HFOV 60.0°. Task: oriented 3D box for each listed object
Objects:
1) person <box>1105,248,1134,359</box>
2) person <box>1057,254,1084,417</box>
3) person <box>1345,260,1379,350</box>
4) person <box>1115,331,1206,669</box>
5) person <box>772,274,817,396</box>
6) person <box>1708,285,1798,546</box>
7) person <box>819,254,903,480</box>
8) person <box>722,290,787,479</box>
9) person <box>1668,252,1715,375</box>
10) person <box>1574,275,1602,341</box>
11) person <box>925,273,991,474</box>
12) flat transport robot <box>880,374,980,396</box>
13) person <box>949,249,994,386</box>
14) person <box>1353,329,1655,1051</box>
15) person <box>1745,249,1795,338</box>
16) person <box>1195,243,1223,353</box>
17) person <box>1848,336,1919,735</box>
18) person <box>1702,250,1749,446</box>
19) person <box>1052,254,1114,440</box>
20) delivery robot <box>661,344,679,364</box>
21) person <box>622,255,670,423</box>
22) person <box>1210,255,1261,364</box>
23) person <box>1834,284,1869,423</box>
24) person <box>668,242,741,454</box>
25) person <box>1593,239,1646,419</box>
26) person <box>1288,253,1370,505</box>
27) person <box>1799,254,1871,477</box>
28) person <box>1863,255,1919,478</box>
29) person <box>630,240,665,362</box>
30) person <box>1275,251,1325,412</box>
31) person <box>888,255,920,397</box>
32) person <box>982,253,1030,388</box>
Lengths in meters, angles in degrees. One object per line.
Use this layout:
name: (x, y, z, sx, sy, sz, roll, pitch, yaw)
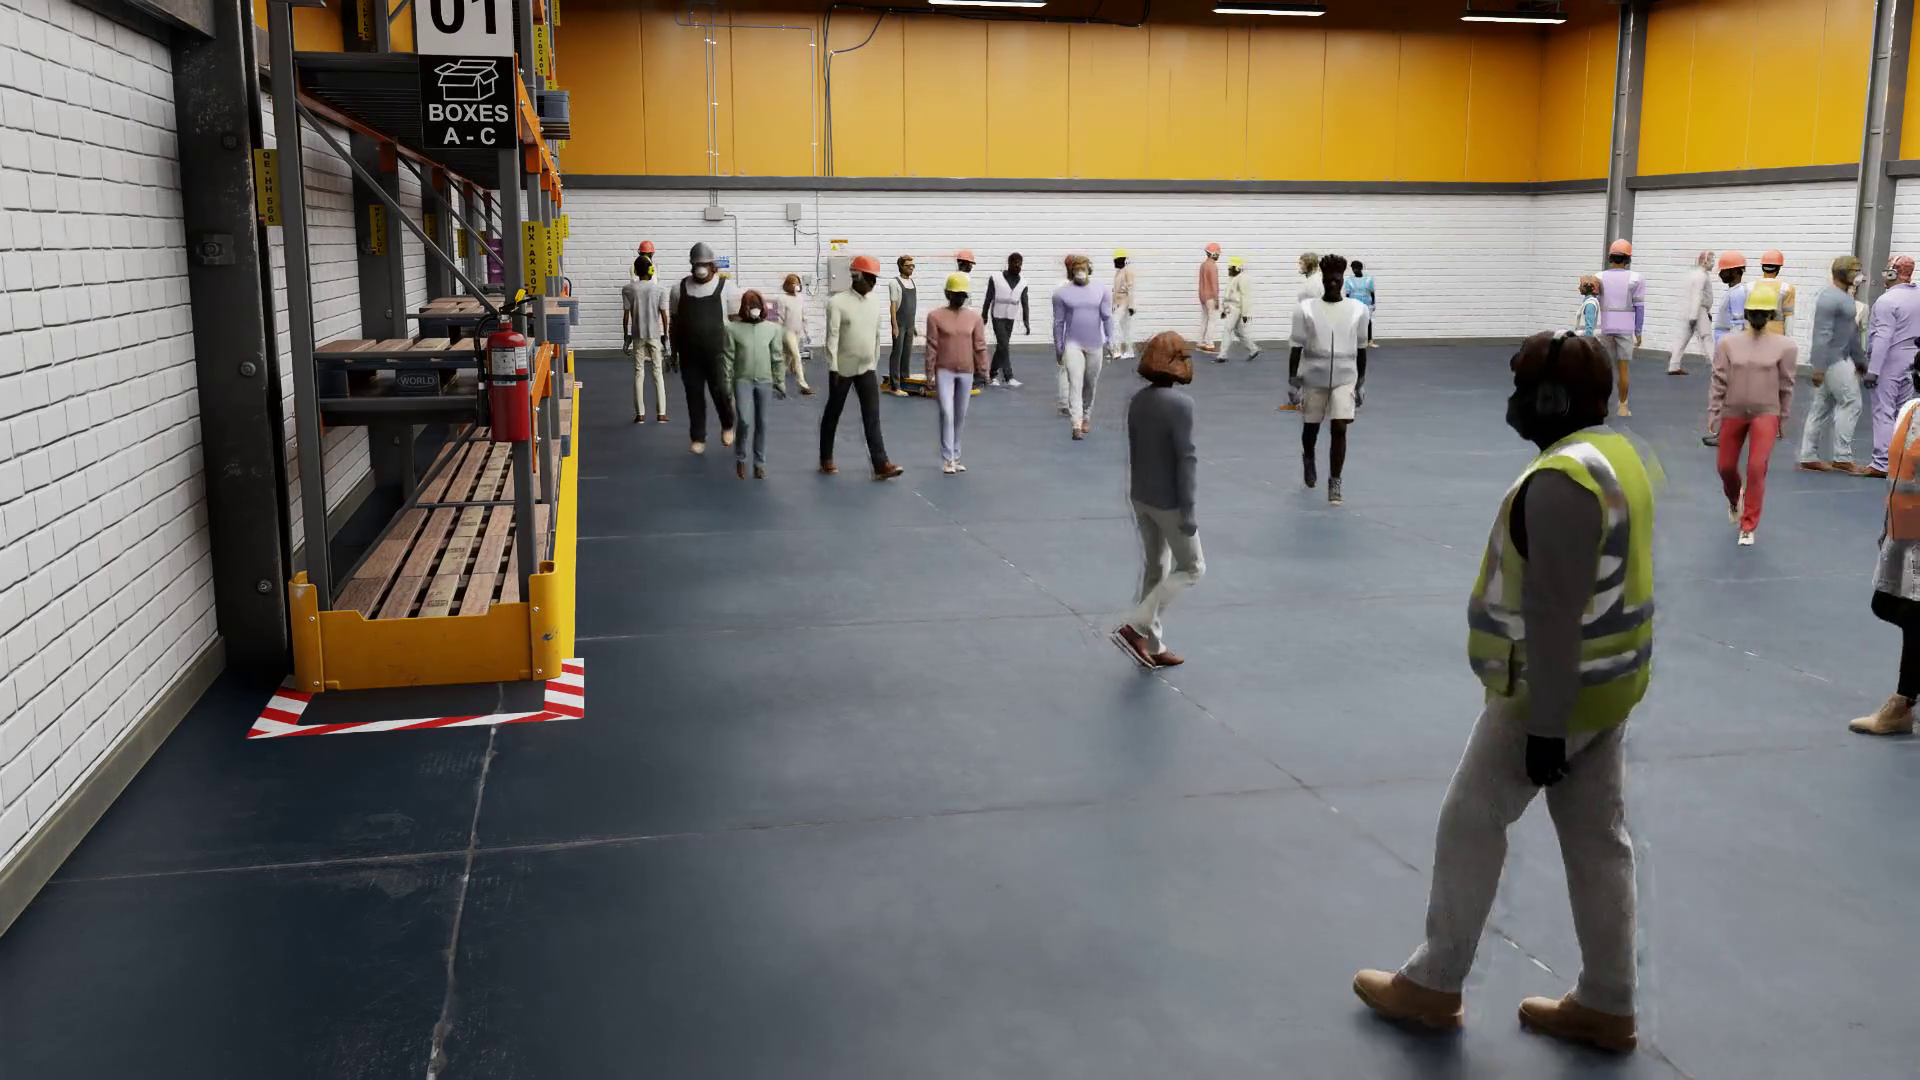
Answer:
person: (2.708, -4.044, 28.499, 0.732, 1.898, 0.614, -3, 11, -16)
person: (1.337, -2.339, 19.106, 0.499, 1.876, 0.616, 5, 11, 24)
person: (7.445, -4.355, 30.880, 0.620, 1.658, 0.406, 2, 10, 12)
person: (0.937, -0.167, 7.789, 0.394, 1.616, 0.517, -5, 11, -25)
person: (-2.238, -2.719, 22.012, 0.839, 1.593, 0.511, 7, 12, 33)
person: (5.379, -0.861, 11.306, 0.522, 1.745, 0.656, 7, 12, 33)
person: (-0.903, -1.479, 14.253, 0.643, 1.920, 1.075, -7, 12, -34)
person: (-1.751, -1.314, 14.147, 0.513, 1.616, 0.398, -4, 11, -20)
person: (11.205, -3.388, 25.003, 0.989, 1.855, 0.641, 2, 10, 10)
person: (7.171, -2.206, 19.037, 0.309, 1.641, 0.514, 4, 11, 20)
person: (-0.001, -1.444, 14.512, 0.548, 1.742, 0.693, -4, 11, -19)
flat transport robot: (-0.411, -2.064, 22.047, 0.652, 0.197, 1.431, -7, 12, -34)
person: (0.110, -3.080, 23.161, 0.842, 1.895, 0.570, -5, 11, -25)
person: (1.402, 0.378, 4.249, 0.824, 1.809, 0.649, 7, 12, 34)
person: (8.817, -2.207, 18.219, 0.553, 1.935, 0.362, 6, 12, 29)
person: (4.515, -4.359, 30.011, 0.415, 1.980, 0.649, -3, 11, -15)
person: (4.006, -0.025, 6.811, 0.545, 1.685, 0.545, 0, 10, 2)
person: (7.608, -1.892, 16.483, 0.364, 1.936, 0.542, 4, 11, 23)
person: (1.274, -2.023, 17.335, 0.635, 1.905, 0.989, 0, 10, -1)
delivery robot: (-4.249, -2.917, 25.726, 0.707, 0.478, 0.477, -6, 12, -31)
person: (-3.505, -2.230, 18.552, 0.513, 1.865, 0.329, -1, 10, -7)
person: (4.607, -3.818, 27.554, 0.896, 1.796, 0.589, -1, 10, -6)
person: (9.776, -2.095, 18.432, 0.534, 1.626, 0.364, 1, 10, 8)
person: (-2.456, -1.844, 15.920, 0.693, 2.000, 0.566, 1, 10, 5)
person: (7.495, -2.407, 19.027, 0.608, 2.048, 0.370, 5, 12, 27)
person: (2.891, -1.280, 13.093, 0.608, 1.943, 0.835, 1, 10, 7)
person: (7.703, -1.504, 14.407, 0.721, 1.915, 0.633, 7, 12, 33)
person: (8.000, -1.486, 14.313, 0.652, 1.906, 0.404, -6, 12, -31)
person: (-5.220, -3.989, 27.858, 0.409, 2.026, 0.631, 8, 13, 38)
person: (4.189, -2.454, 19.652, 0.797, 1.917, 0.639, 2, 10, 13)
person: (-0.728, -2.790, 21.707, 0.348, 1.847, 0.505, 7, 12, 34)
person: (0.655, -3.031, 23.027, 0.604, 1.847, 0.929, -6, 12, -31)
